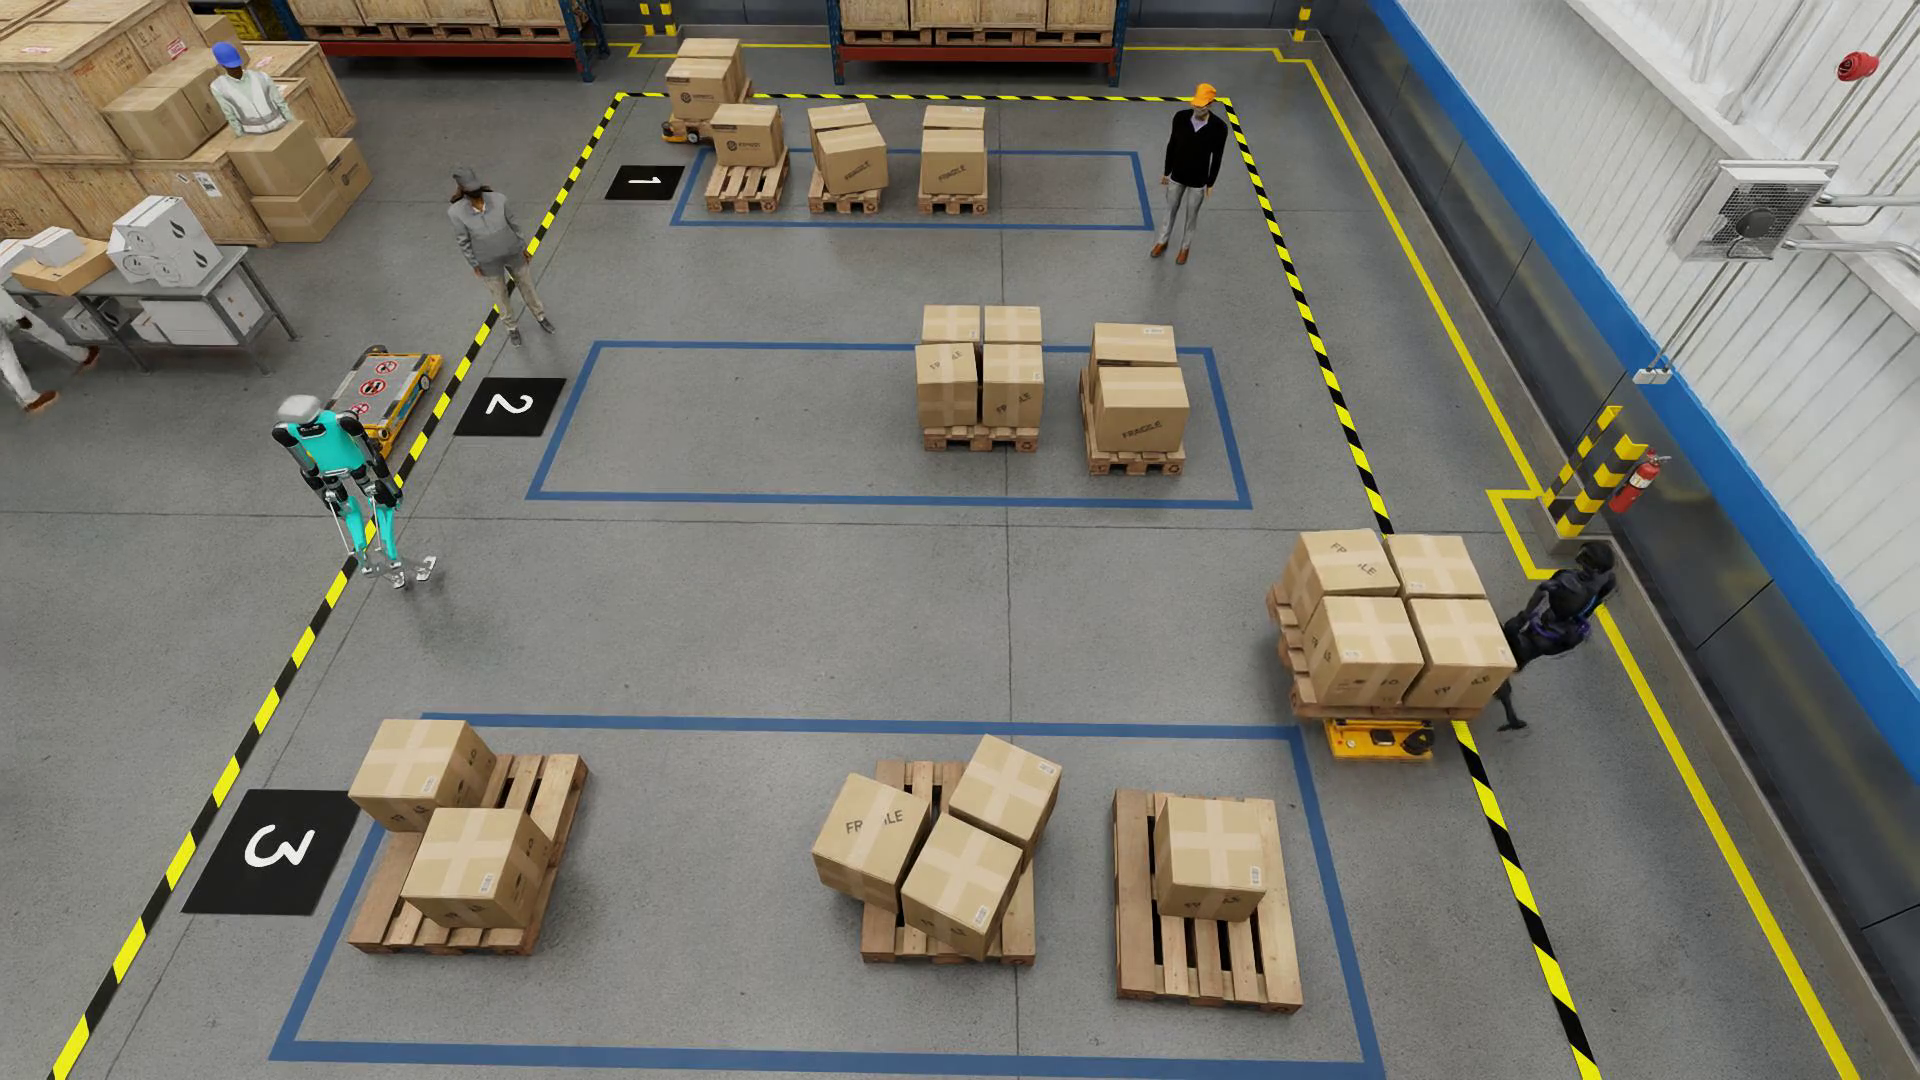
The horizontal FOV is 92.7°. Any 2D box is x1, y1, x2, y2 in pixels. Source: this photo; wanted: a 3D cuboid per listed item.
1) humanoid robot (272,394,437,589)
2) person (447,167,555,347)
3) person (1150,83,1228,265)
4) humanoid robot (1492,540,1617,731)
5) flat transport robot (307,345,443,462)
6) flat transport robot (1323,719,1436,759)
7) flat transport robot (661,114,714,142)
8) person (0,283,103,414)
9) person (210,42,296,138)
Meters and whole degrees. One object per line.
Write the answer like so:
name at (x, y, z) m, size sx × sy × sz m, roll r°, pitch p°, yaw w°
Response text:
humanoid robot at (-4.282, -0.204, 6.489) m, size 0.533 × 1.677 × 0.735 m, roll -11°, pitch 51°, yaw -9°
person at (-4.355, -2.681, 8.651) m, size 0.572 × 1.768 × 0.399 m, roll -30°, pitch 56°, yaw -23°
person at (2.374, -3.764, 9.495) m, size 0.586 × 1.884 × 0.385 m, roll 25°, pitch 54°, yaw 20°
humanoid robot at (3.816, 0.652, 5.895) m, size 0.591 × 1.634 × 0.581 m, roll -8°, pitch 50°, yaw -6°
flat transport robot at (-5.383, -1.269, 8.441) m, size 0.659 × 0.231 × 1.431 m, roll 1°, pitch 50°, yaw 1°
flat transport robot at (2.868, 0.883, 6.601) m, size 0.652 × 0.197 × 1.431 m, roll 1°, pitch 50°, yaw 1°
flat transport robot at (-3.118, -5.442, 11.954) m, size 1.431 × 0.197 × 0.652 m, roll 1°, pitch 50°, yaw 1°
person at (-8.566, -2.064, 8.093) m, size 0.599 × 1.829 × 0.977 m, roll -3°, pitch 50°, yaw -2°
person at (-7.526, -4.419, 10.015) m, size 0.602 × 1.939 × 0.411 m, roll -34°, pitch 57°, yaw -25°
